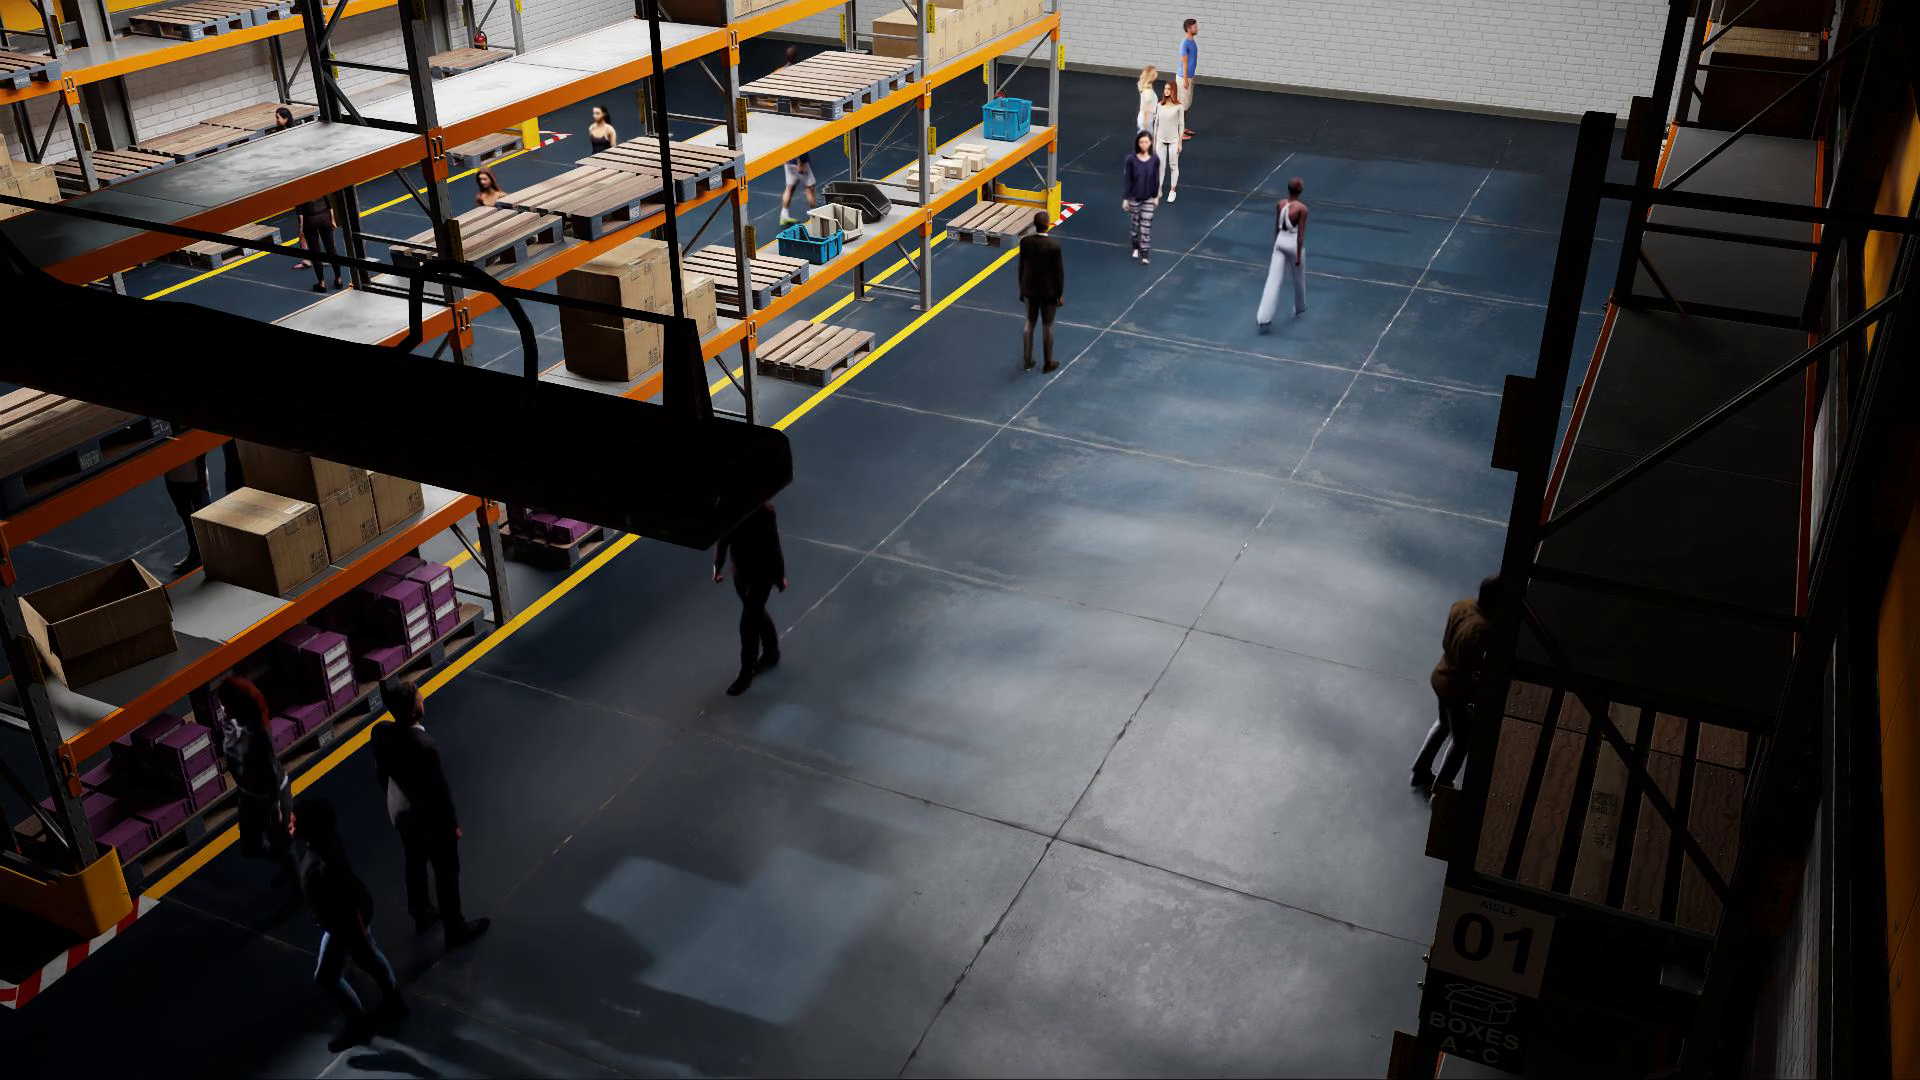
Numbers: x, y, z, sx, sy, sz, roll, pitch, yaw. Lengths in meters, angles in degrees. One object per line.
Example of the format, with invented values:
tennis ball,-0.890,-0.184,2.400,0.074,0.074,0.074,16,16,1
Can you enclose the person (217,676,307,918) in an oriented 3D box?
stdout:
person,-4.283,1.550,10.384,0.596,1.770,0.567,14,31,23

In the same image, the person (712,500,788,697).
person,-1.538,0.207,12.772,0.869,1.840,1.040,21,35,34

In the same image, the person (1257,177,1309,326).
person,3.740,-3.293,19.297,0.827,1.736,1.192,24,37,37

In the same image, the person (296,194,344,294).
person,-7.907,-3.903,20.439,0.610,1.713,0.733,-20,35,-33

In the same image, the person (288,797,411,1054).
person,-3.378,2.135,9.400,0.866,1.683,0.806,-11,30,-19

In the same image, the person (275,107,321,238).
person,-8.855,-4.890,22.190,0.795,1.769,0.774,-19,34,-31

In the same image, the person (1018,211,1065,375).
person,0.876,-2.708,18.157,0.658,1.800,0.523,13,31,23

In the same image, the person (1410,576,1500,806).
person,3.391,1.022,11.313,0.914,1.805,0.790,-3,29,-6

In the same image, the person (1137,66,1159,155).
person,2.656,-6.095,24.455,0.814,1.716,0.712,-2,29,-3

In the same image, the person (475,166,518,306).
person,-5.540,-3.665,20.011,0.666,1.705,0.694,3,29,5

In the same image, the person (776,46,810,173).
person,-2.547,-6.400,24.903,0.920,1.821,1.290,5,29,8

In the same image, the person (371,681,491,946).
person,-3.268,1.648,10.130,0.741,1.839,0.606,16,32,26

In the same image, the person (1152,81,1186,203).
person,2.984,-5.704,23.743,0.624,1.710,0.558,16,32,27

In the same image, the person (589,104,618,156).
person,-4.754,-5.061,22.581,0.606,1.694,1.107,10,30,18

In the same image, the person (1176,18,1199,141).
person,3.631,-7.439,26.763,0.727,1.864,0.532,9,30,17

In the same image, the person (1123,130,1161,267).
person,2.326,-4.433,21.421,0.852,1.702,1.087,1,29,2
